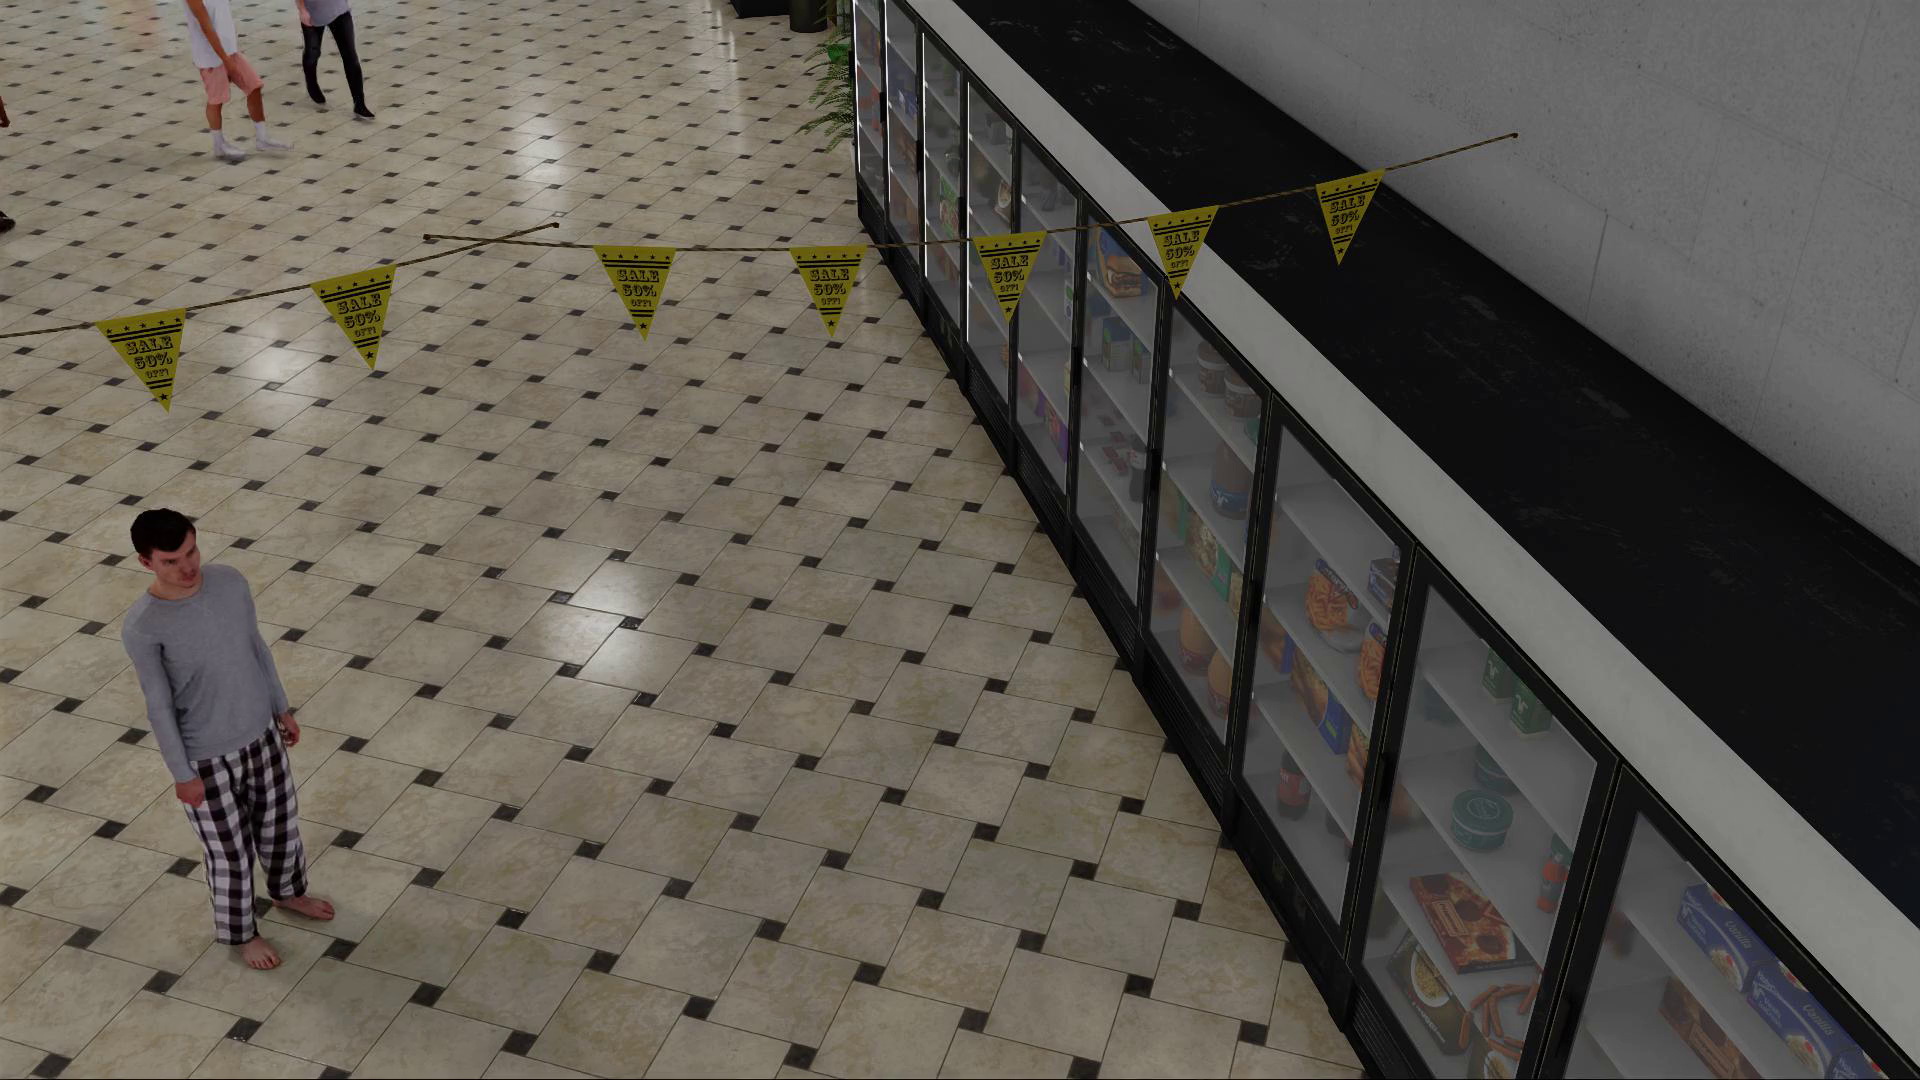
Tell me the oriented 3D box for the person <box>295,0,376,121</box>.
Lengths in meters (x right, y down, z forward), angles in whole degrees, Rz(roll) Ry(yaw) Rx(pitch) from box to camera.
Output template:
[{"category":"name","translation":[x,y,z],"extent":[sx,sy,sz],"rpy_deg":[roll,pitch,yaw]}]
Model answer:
[{"category":"person","translation":[-5.496,-4.544,14.253],"extent":[1.264,1.796,1.088],"rpy_deg":[-23,39,-32]}]

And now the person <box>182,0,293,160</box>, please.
[{"category":"person","translation":[-5.983,-3.863,13.204],"extent":[0.961,1.747,0.839],"rpy_deg":[5,32,7]}]

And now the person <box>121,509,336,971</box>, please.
[{"category":"person","translation":[-2.568,0.677,5.812],"extent":[0.766,1.847,0.703],"rpy_deg":[17,36,25]}]
